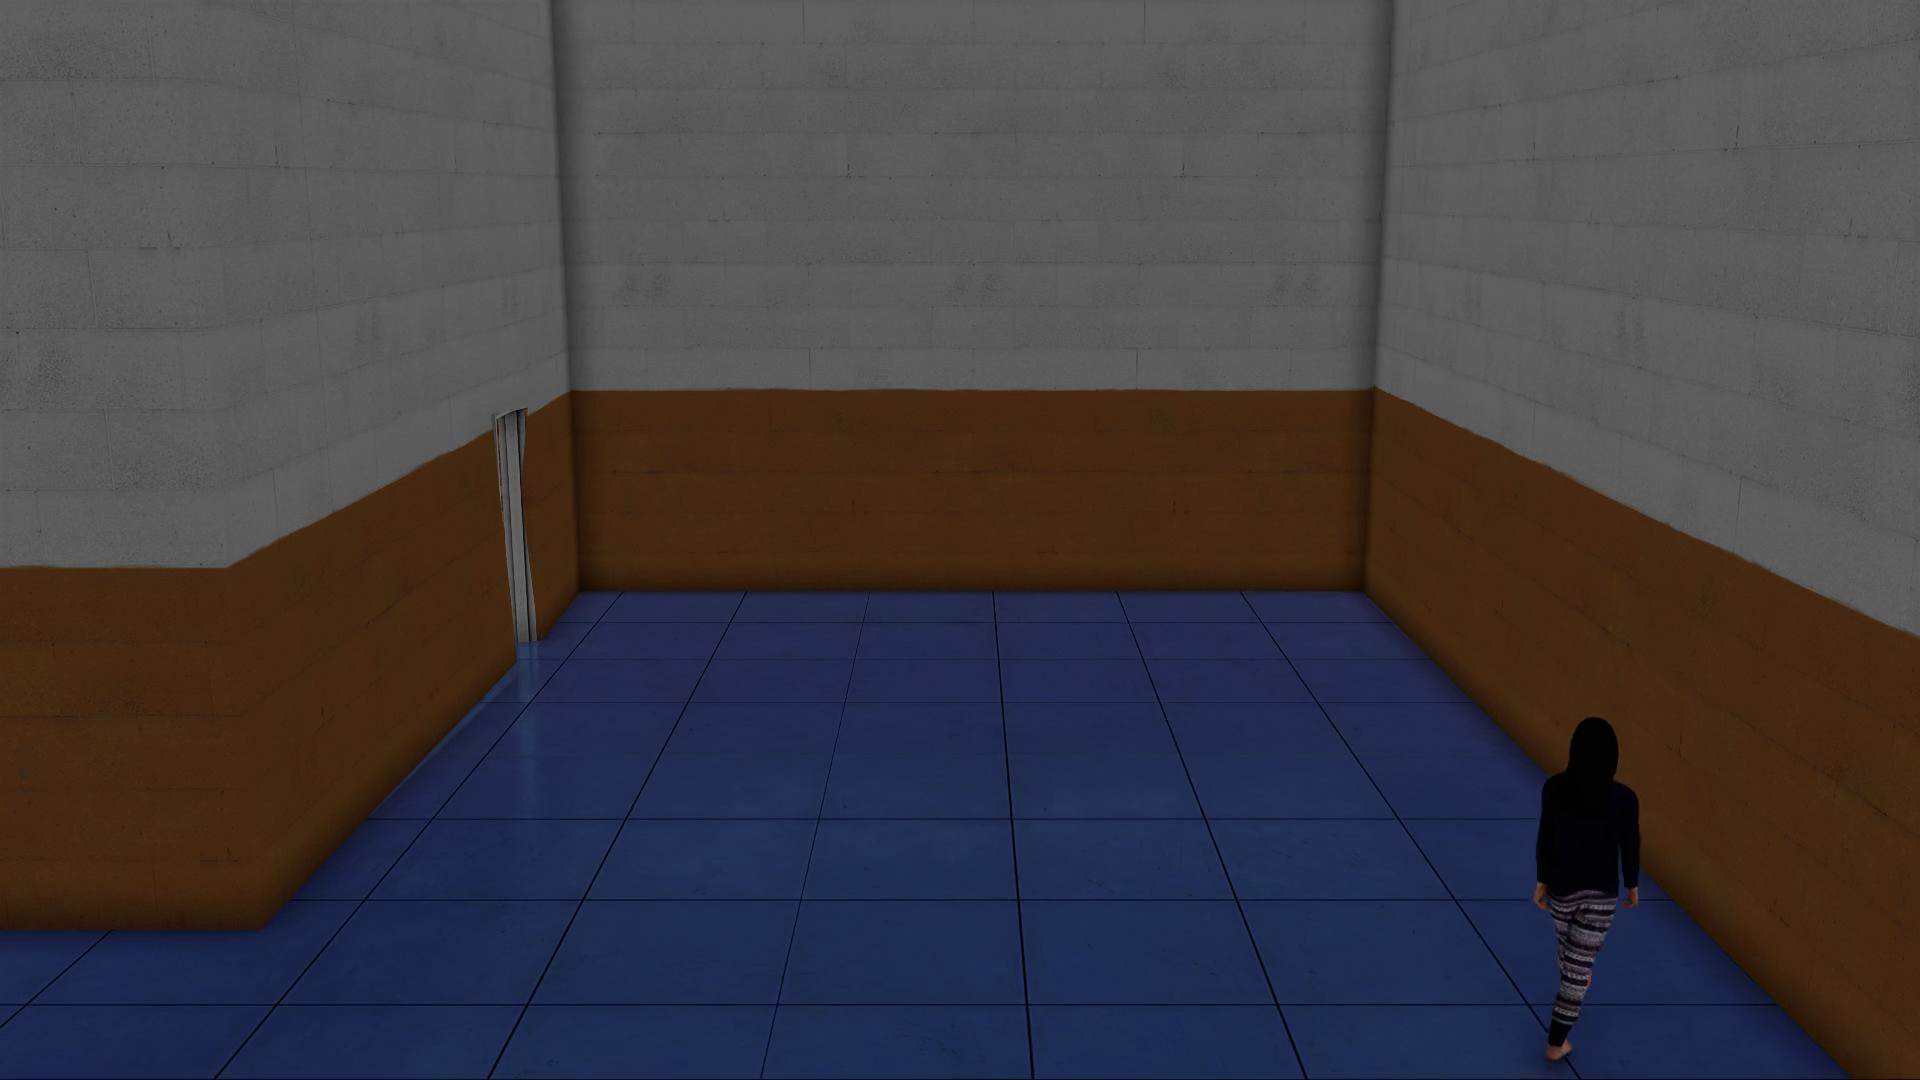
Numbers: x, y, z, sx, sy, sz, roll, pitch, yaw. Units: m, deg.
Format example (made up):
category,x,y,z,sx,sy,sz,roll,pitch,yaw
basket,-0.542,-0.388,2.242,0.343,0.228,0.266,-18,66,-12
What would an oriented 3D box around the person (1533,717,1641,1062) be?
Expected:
category,x,y,z,sx,sy,sz,roll,pitch,yaw
person,3.046,1.752,8.183,1.094,1.684,1.046,8,14,32
